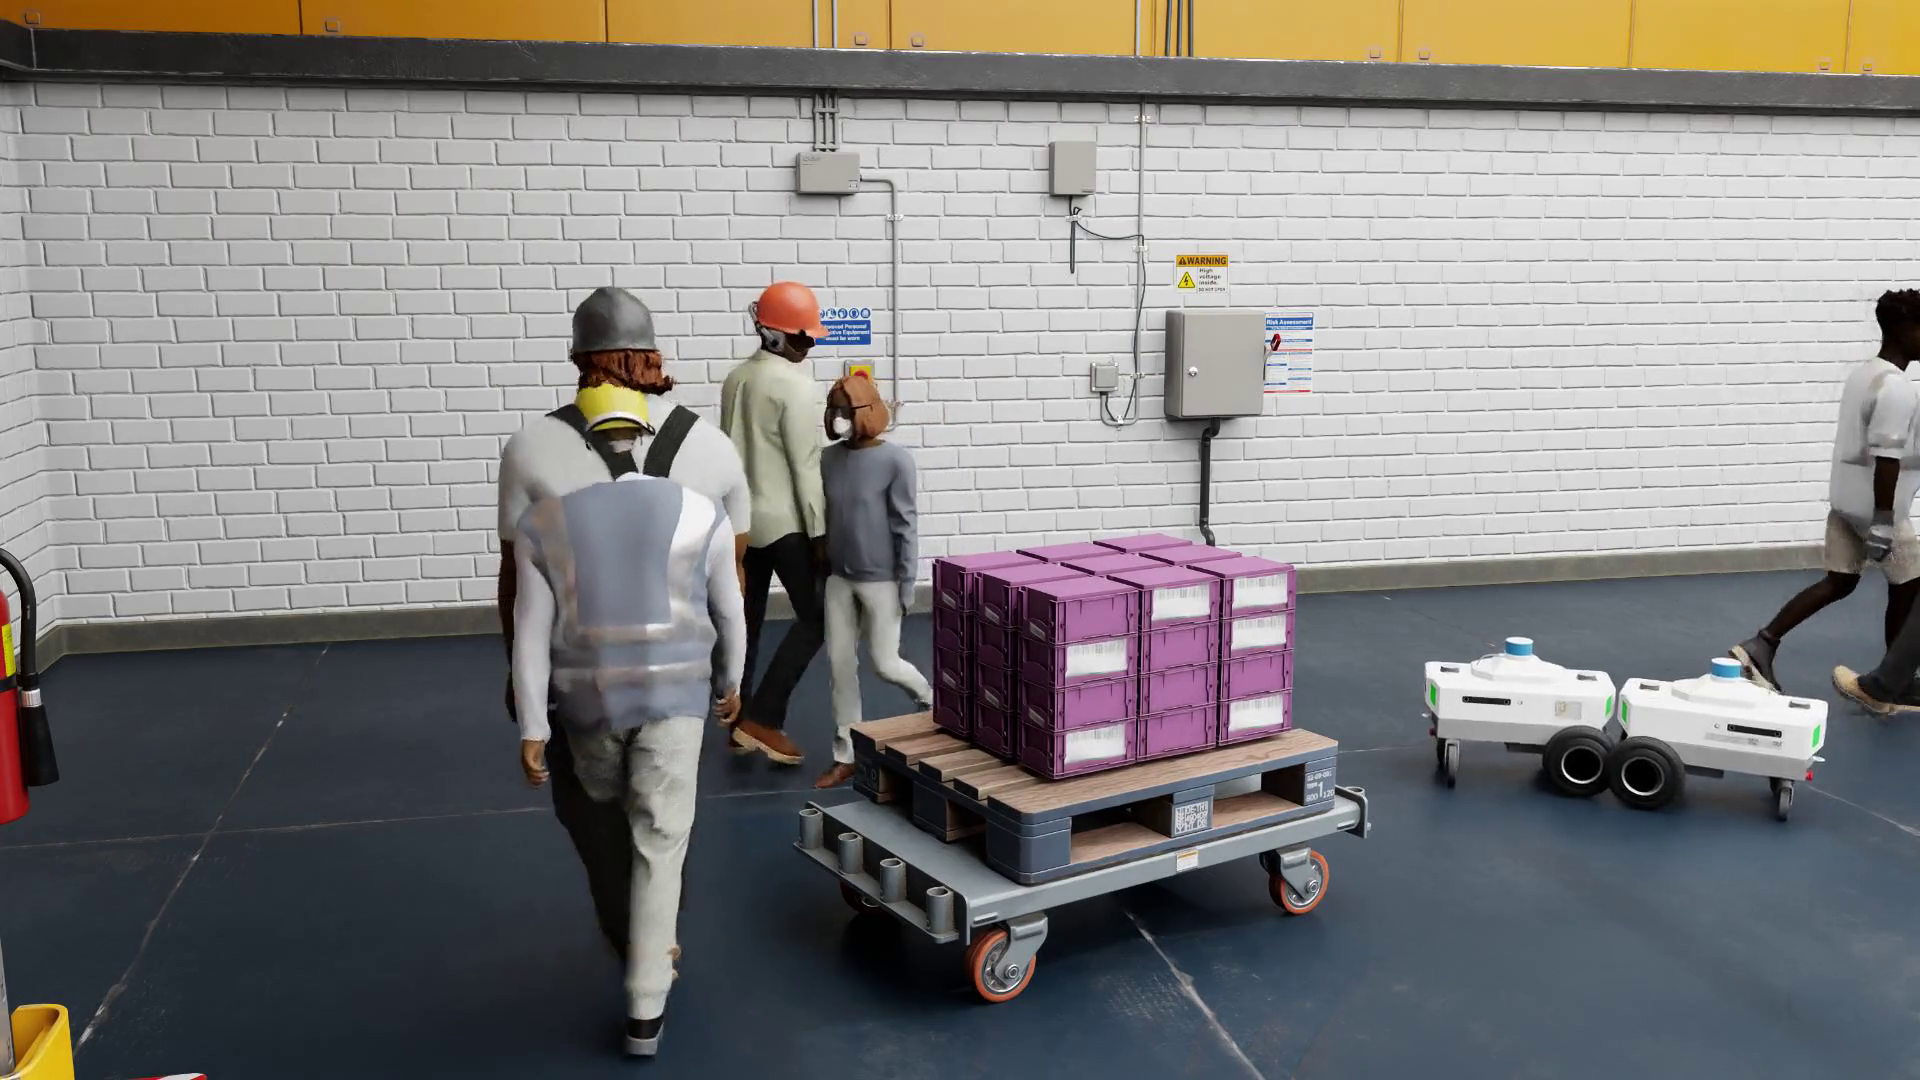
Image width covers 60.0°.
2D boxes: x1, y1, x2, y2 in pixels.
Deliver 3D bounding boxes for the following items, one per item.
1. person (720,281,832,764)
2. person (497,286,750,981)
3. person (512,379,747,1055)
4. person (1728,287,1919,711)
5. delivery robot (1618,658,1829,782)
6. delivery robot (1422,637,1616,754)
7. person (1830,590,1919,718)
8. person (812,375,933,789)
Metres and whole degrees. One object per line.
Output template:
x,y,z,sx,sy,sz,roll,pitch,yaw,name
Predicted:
-0.745,-0.051,6.729,0.414,1.968,0.724,-8,13,-39,person
-0.914,0.289,4.629,0.699,2.000,0.764,-5,12,-28,person
-0.897,0.438,4.584,0.614,1.768,0.944,-1,10,-7,person
4.060,-0.177,7.524,0.915,1.935,0.611,2,10,9,person
2.873,0.689,6.270,0.707,0.478,0.477,6,12,29,delivery robot
2.204,0.630,6.598,0.707,0.478,0.477,3,10,14,delivery robot
4.260,-0.017,7.059,0.581,1.770,0.984,-5,11,-25,person
-0.340,0.151,6.574,0.501,1.622,0.573,7,12,33,person
